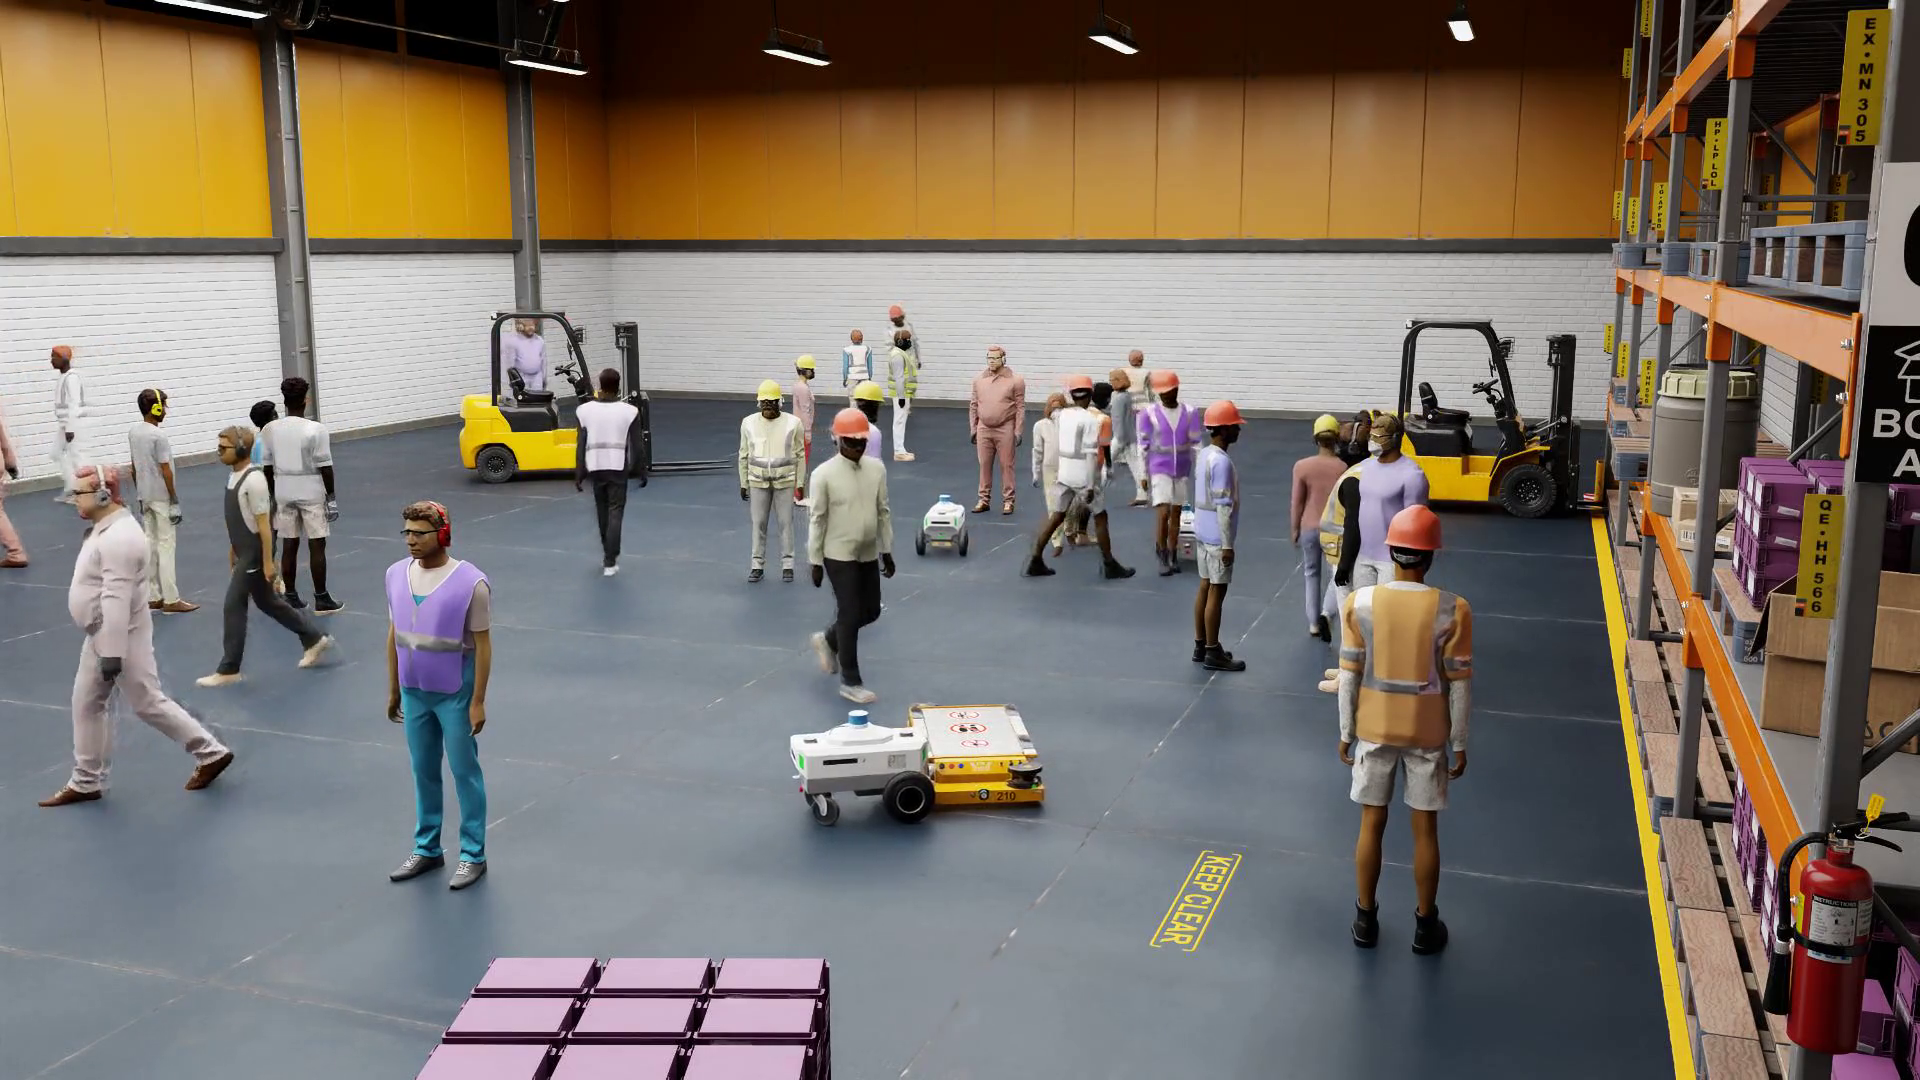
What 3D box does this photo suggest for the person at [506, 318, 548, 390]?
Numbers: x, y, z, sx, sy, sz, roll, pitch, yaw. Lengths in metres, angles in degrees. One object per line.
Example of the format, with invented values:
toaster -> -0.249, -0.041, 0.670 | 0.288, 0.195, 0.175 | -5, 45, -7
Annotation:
person -> -6.880, -2.607, 26.498 | 0.663, 1.894, 0.515 | -7, 13, -36

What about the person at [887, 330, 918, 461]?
person -> -0.808, -2.044, 23.489 | 0.429, 1.842, 0.634 | 0, 10, -1

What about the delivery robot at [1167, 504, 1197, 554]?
delivery robot -> 2.145, -0.103, 15.918 | 0.477, 0.478, 0.707 | 0, 10, 2

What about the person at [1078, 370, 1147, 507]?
person -> 1.807, -1.176, 19.307 | 0.857, 1.589, 0.514 | 5, 11, 26

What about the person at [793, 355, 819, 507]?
person -> -1.803, -1.274, 19.373 | 0.328, 1.765, 0.532 | -3, 10, -15

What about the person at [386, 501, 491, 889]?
person -> -2.466, 0.722, 7.901 | 0.566, 1.846, 0.389 | 4, 11, 20

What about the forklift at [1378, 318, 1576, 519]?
forklift -> 5.787, -1.437, 19.079 | 2.313, 2.155, 1.214 | 3, 11, 19

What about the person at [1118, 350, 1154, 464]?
person -> 2.388, -1.798, 22.773 | 0.533, 1.604, 0.782 | 0, 10, -2

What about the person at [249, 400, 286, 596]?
person -> -5.982, -0.365, 14.438 | 0.318, 1.700, 0.535 | -4, 11, -22

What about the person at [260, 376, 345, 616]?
person -> -5.387, -0.355, 13.627 | 0.613, 1.965, 0.361 | 2, 10, 11

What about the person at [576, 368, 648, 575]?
person -> -3.234, -0.657, 15.564 | 0.617, 1.875, 0.920 | 1, 10, 3

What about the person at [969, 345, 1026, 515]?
person -> 0.402, -1.238, 18.769 | 0.651, 1.906, 0.409 | 4, 11, 21

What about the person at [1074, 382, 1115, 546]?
person -> 1.339, -0.756, 16.704 | 0.404, 1.665, 0.558 | -5, 11, -27

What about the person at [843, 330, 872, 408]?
person -> -1.689, -2.646, 27.448 | 0.515, 1.641, 0.314 | -3, 11, -18

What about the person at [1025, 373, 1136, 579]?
person -> 1.059, -0.570, 15.115 | 0.856, 1.887, 0.612 | -6, 12, -32

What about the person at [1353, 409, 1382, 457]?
person -> 3.149, -0.053, 12.299 | 0.558, 1.844, 0.524 | -1, 10, -3

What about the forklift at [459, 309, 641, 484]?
forklift -> -5.354, -1.902, 21.697 | 2.313, 2.155, 1.214 | -2, 10, -13

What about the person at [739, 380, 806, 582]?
person -> -1.693, -0.527, 14.975 | 0.601, 1.830, 0.404 | 0, 10, 1

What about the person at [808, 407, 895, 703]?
person -> -0.791, 0.075, 11.198 | 0.618, 1.971, 0.721 | -9, 14, -43

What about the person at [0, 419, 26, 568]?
person -> -9.211, -0.629, 15.492 | 0.861, 1.853, 0.723 | -1, 10, -6

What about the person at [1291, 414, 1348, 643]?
person -> 2.776, -0.085, 12.694 | 0.534, 1.745, 0.655 | 4, 11, 20

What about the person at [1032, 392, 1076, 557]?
person -> 0.968, -0.639, 16.185 | 0.544, 1.616, 0.376 | 3, 10, 14

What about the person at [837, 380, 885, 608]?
person -> -0.815, -0.377, 13.923 | 0.428, 1.912, 0.590 | -7, 12, -33

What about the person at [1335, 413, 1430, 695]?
person -> 2.787, 0.133, 10.963 | 0.373, 1.940, 0.629 | -6, 11, -29

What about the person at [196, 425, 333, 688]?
person -> -4.884, 0.085, 11.621 | 0.919, 1.814, 0.525 | -7, 12, -36

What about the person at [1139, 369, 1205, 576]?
person -> 1.964, -0.613, 15.233 | 0.588, 1.902, 0.635 | -2, 10, -10

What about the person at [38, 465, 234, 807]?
person -> -4.522, 0.509, 9.053 | 0.933, 1.874, 0.651 | -7, 12, -34

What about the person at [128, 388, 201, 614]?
person -> -6.597, -0.318, 13.713 | 0.508, 1.865, 0.329 | 6, 12, 31

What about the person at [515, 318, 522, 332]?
person -> -7.214, -2.827, 27.842 | 0.589, 1.865, 0.688 | 6, 12, 31

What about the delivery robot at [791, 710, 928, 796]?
delivery robot -> -0.541, 1.151, 8.855 | 0.707, 0.478, 0.477 | -2, 10, -12

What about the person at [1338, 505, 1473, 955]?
person -> 1.906, 0.809, 7.153 | 0.551, 1.934, 0.373 | 4, 11, 20

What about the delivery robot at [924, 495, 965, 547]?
delivery robot -> -0.152, -0.199, 16.457 | 0.477, 0.478, 0.707 | 1, 10, 6

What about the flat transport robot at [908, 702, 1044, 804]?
flat transport robot -> 0.065, 1.204, 9.621 | 0.652, 0.197, 1.431 | -1, 10, -5

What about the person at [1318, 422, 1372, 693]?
person -> 2.657, 0.119, 11.312 | 0.429, 1.844, 0.624 | 4, 11, 22

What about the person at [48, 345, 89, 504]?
person -> -10.470, -1.334, 19.420 | 0.535, 1.862, 0.617 | -8, 13, -38

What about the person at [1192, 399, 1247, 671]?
person -> 1.858, -0.037, 11.908 | 0.353, 1.942, 0.545 | -1, 10, -7

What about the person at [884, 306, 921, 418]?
person -> -1.015, -3.148, 29.379 | 0.647, 1.977, 0.894 | 0, 10, -2
